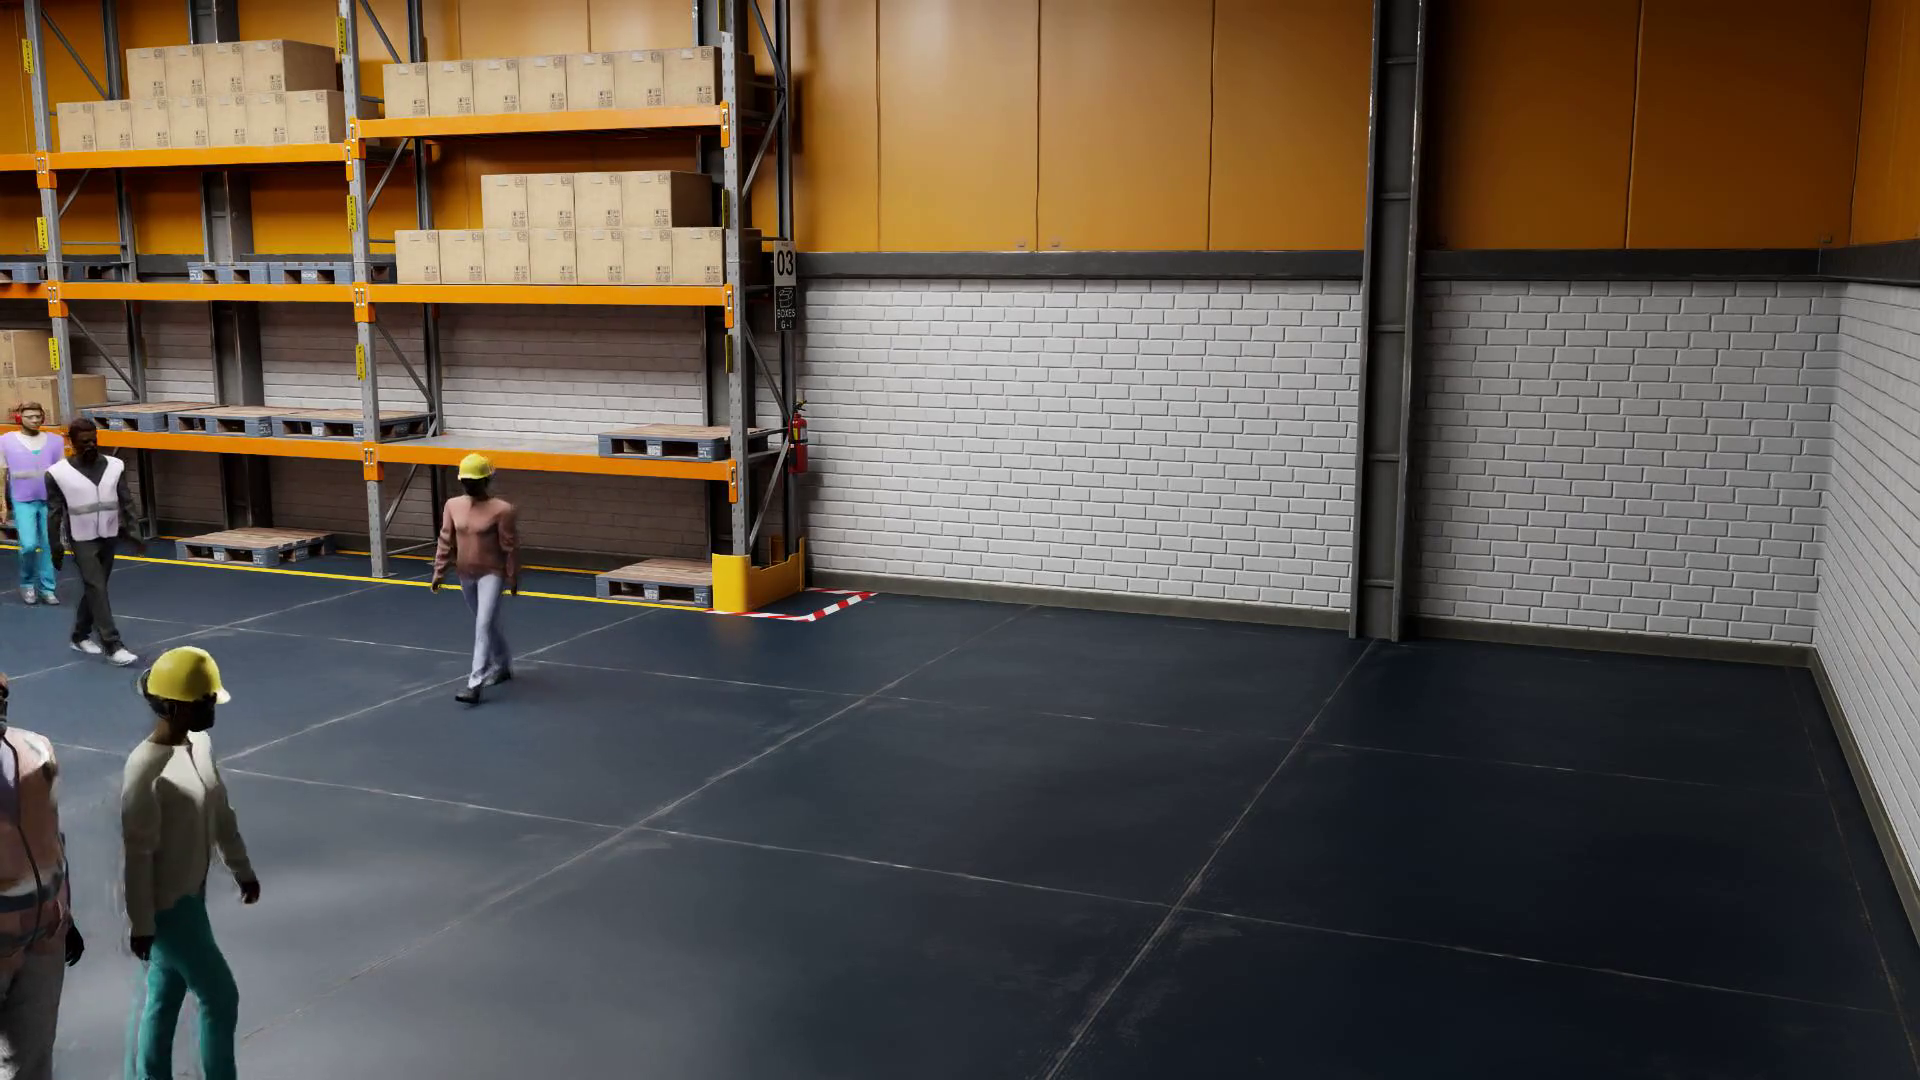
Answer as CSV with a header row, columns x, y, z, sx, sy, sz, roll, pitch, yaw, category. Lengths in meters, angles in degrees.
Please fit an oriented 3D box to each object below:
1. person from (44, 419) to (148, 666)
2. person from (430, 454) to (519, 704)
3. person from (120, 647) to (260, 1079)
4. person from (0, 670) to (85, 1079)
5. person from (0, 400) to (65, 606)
x,y,z,sx,sy,sz,roll,pitch,yaw,category
-6.590,0.004,12.667,0.991,1.866,0.592,5,11,30,person
-3.367,0.251,11.616,0.539,1.718,0.925,3,10,17,person
-2.579,1.213,5.688,0.678,1.732,0.553,-1,9,-5,person
-2.974,1.259,5.116,0.429,1.842,0.636,3,10,19,person
-8.171,-0.322,14.704,0.449,1.833,0.592,8,12,39,person
